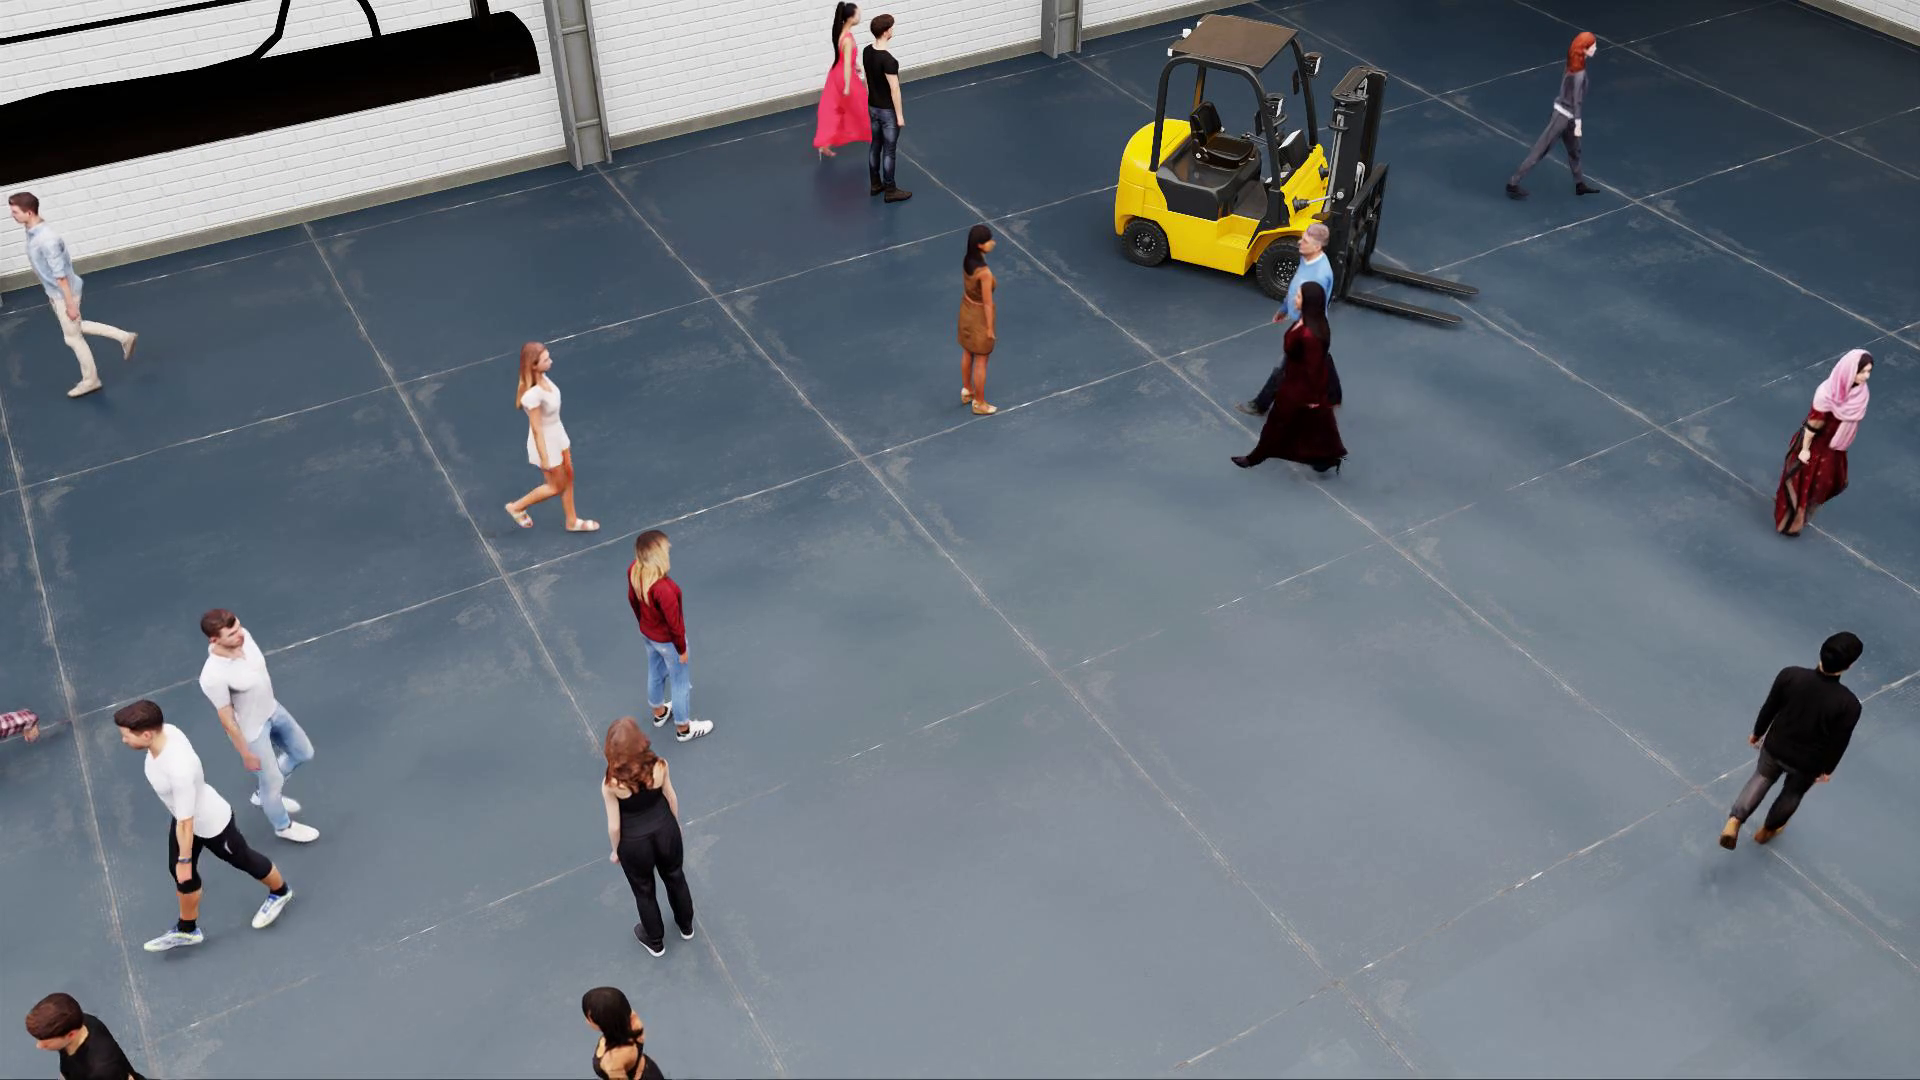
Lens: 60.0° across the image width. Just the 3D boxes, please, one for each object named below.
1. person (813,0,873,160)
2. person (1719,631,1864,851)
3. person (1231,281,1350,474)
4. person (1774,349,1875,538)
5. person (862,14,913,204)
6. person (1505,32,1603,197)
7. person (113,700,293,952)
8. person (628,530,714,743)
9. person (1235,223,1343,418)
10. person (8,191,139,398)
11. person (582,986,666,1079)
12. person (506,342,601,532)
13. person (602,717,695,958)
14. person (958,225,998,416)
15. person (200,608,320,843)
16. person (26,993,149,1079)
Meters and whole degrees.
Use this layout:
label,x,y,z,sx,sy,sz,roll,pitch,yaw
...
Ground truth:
label,x,y,z,sx,sy,sz,roll,pitch,yaw
person,-1.292,-4.750,17.372,1.162,1.675,0.642,-19,42,-22
person,4.924,1.246,9.839,0.938,1.707,0.757,-29,47,-31
person,2.773,-1.184,12.886,1.217,1.701,1.133,8,39,9
person,6.379,-0.768,12.424,0.698,1.627,0.795,-9,39,-11
person,-0.768,-4.323,16.660,0.630,1.896,0.715,-28,46,-30
person,5.951,-4.193,16.637,1.234,1.722,1.110,6,39,8
person,-4.198,1.529,9.396,0.874,1.817,1.137,30,47,32
person,-1.906,0.606,10.699,0.657,1.634,0.606,30,47,32
person,2.919,-1.766,13.556,1.243,1.775,1.046,1,39,2
person,-7.405,-2.091,13.918,1.003,1.831,0.760,-28,46,-30
person,-1.499,2.714,8.086,1.099,1.601,0.987,6,39,8
person,-3.132,-0.728,12.331,0.984,1.681,0.825,-1,39,-1
person,-1.744,1.664,9.287,0.457,1.743,0.636,-22,43,-25
person,0.149,-1.811,13.684,0.540,1.686,0.578,-14,41,-17
person,-4.274,1.103,9.914,0.872,1.837,0.825,3,39,3
person,-3.902,2.683,7.960,0.955,1.806,1.287,31,48,33
